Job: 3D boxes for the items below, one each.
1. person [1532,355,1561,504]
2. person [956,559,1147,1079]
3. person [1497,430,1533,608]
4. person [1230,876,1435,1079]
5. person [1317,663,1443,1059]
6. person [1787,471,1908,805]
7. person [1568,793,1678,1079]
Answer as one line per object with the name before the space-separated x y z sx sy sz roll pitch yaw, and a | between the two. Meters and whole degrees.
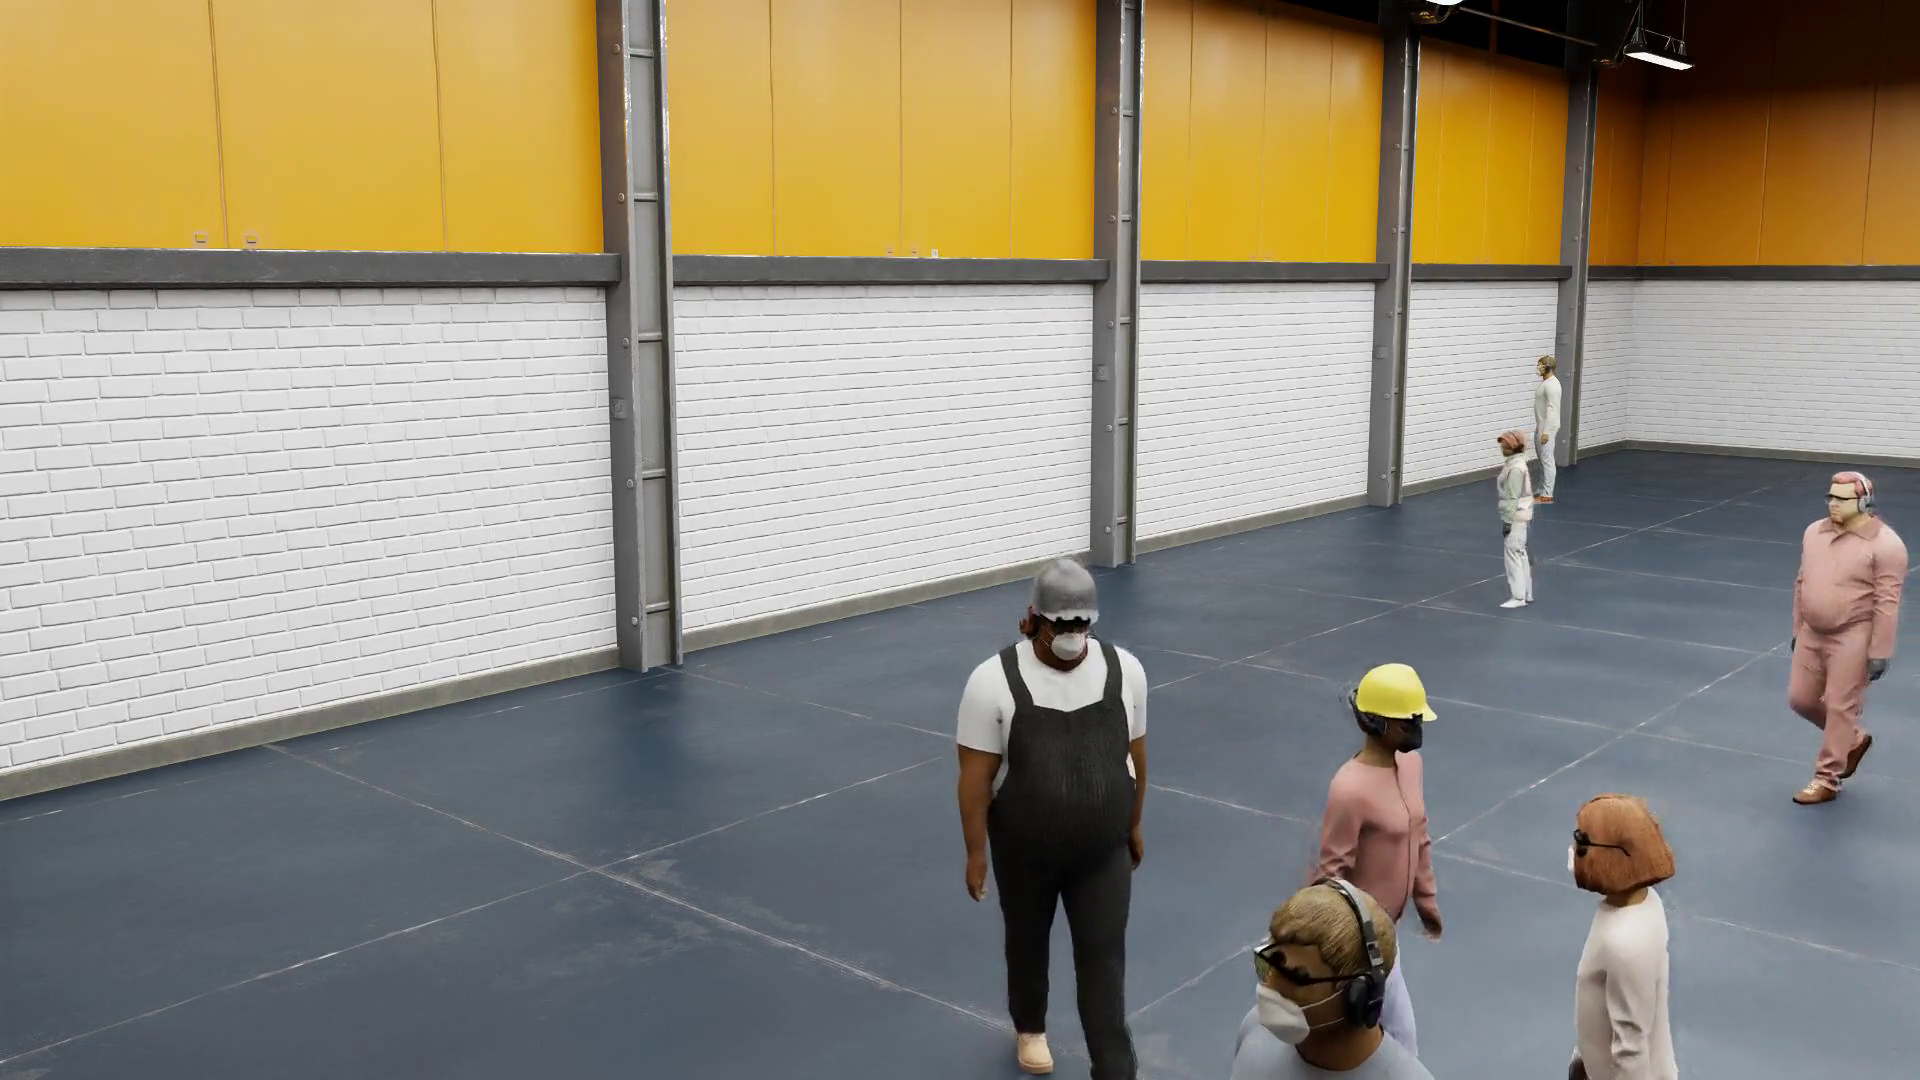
person | 7.630 -1.437 21.704 0.367 1.939 0.634 2 9 12
person | 0.357 1.033 5.874 0.718 2.000 1.038 -1 9 -7
person | 4.988 -0.192 14.917 0.399 1.606 0.644 3 10 20
person | 0.641 1.540 3.008 0.372 1.940 0.632 -4 10 -23
person | 1.355 1.241 5.564 0.896 1.727 0.526 7 11 36
person | 4.993 0.545 9.392 0.589 1.890 0.663 -4 10 -21
person | 1.717 1.466 4.460 0.503 1.612 0.512 5 10 27
